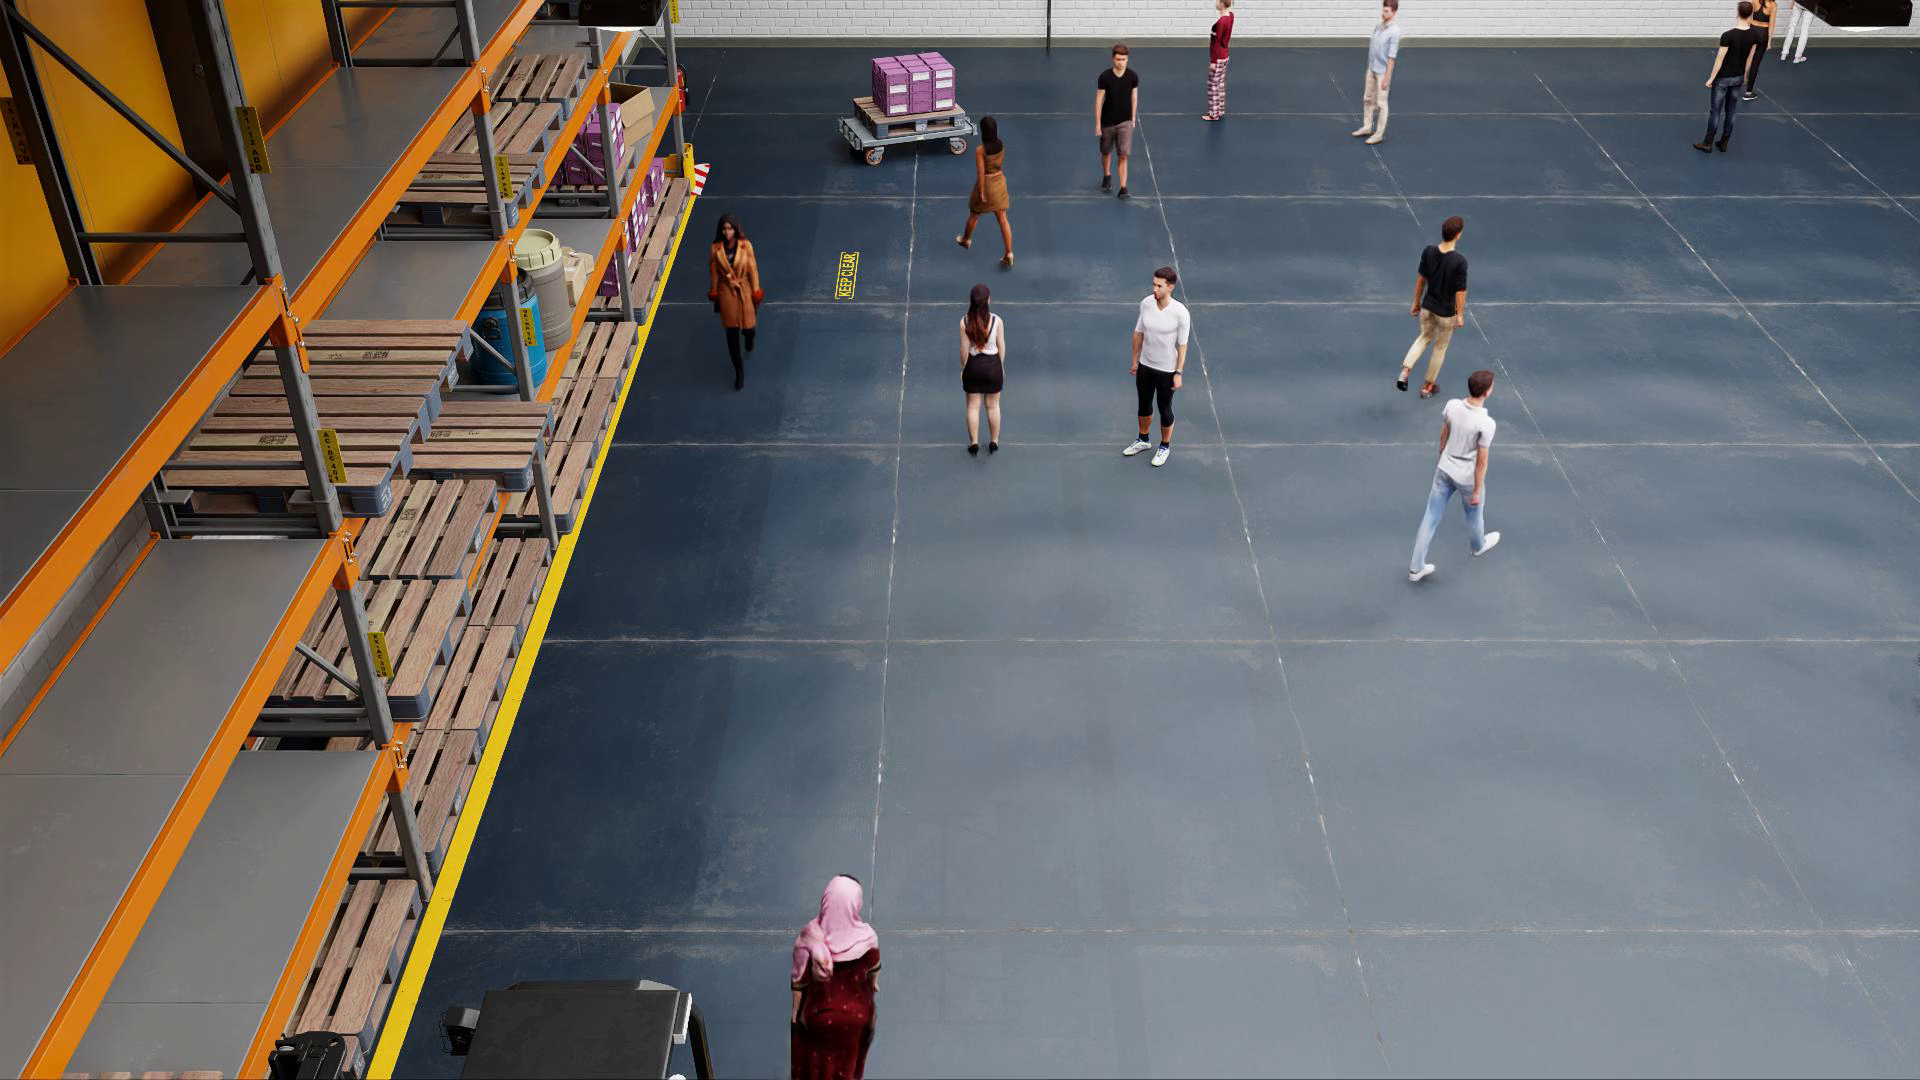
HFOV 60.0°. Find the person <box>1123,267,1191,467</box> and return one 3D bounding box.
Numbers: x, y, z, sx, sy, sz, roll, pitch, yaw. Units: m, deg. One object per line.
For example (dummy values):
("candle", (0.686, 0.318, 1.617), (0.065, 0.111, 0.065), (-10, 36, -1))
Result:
("person", (1.759, -1.555, 14.710), (0.754, 1.851, 0.780), (23, 40, 31))

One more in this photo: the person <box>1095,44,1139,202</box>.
("person", (1.857, -5.058, 20.011), (0.686, 1.818, 1.160), (-1, 34, -2))

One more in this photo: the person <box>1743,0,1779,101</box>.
("person", (11.006, -6.935, 22.992), (0.617, 1.644, 0.671), (28, 42, 35))

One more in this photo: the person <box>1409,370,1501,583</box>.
("person", (3.868, -0.454, 13.110), (1.199, 1.789, 1.221), (-24, 40, -31))

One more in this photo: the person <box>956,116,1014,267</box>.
("person", (0.397, -3.790, 18.266), (0.995, 1.638, 1.125), (-24, 40, -31))

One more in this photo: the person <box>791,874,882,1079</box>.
("person", (-0.681, 2.508, 8.829), (0.710, 1.596, 0.713), (-10, 35, -14))

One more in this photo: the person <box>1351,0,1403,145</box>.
("person", (5.466, -6.077, 21.517), (0.797, 1.848, 0.652), (-13, 36, -19))

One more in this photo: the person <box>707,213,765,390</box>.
("person", (-2.158, -2.338, 16.020), (0.691, 1.705, 0.910), (-1, 34, -1))

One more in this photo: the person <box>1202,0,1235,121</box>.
("person", (3.476, -6.483, 22.260), (0.753, 1.701, 0.595), (16, 37, 22))

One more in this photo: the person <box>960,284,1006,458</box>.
("person", (0.196, -1.503, 14.814), (0.563, 1.650, 0.524), (-2, 34, -3))

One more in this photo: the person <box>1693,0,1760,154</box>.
("person", (9.812, -5.890, 21.195), (0.707, 1.893, 0.619), (-5, 34, -7))

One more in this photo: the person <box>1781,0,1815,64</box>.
("person", (12.400, -7.875, 24.382), (0.690, 1.671, 0.744), (28, 42, 35))

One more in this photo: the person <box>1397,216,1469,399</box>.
("person", (4.439, -2.129, 15.583), (0.956, 1.842, 0.903), (-27, 42, -34))
